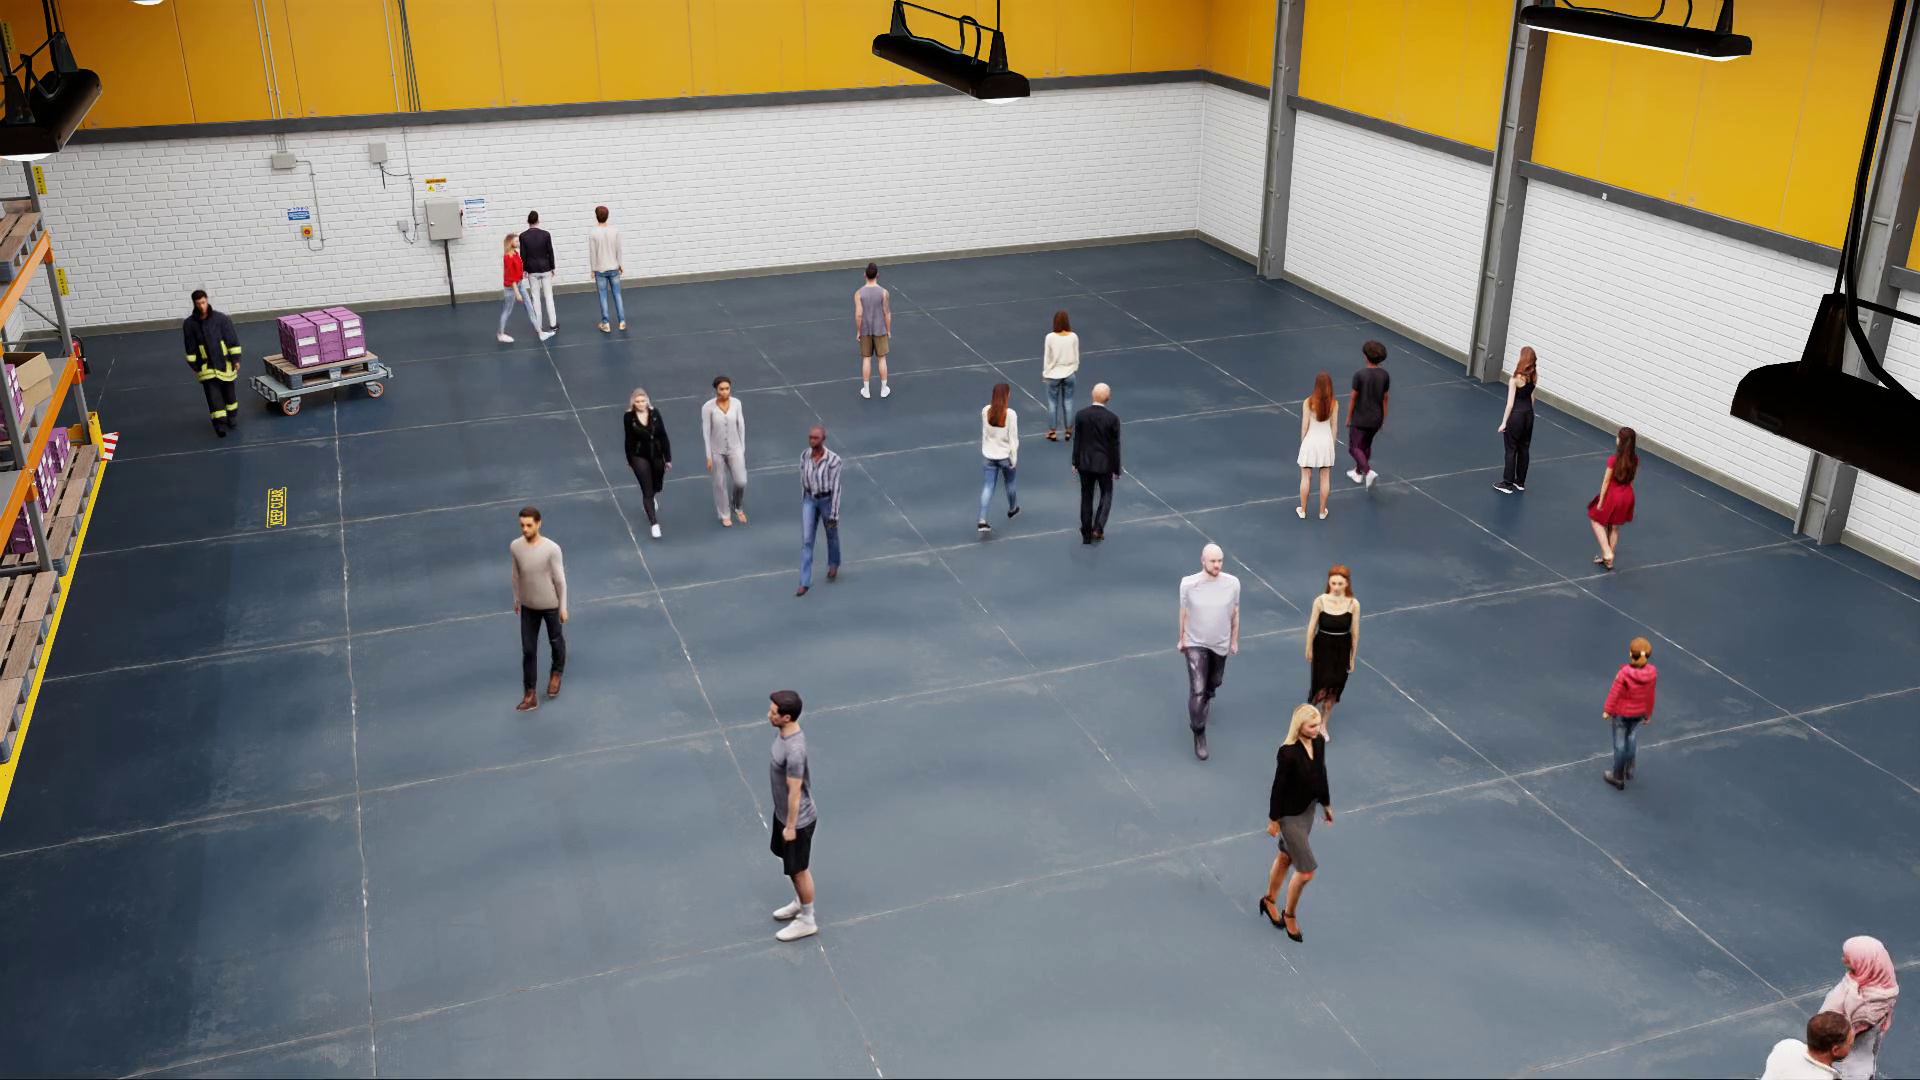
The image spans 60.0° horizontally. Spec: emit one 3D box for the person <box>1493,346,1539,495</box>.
[{"bbox_3d":[6.485,-1.400,19.254,0.595,1.747,0.531,-10,26,-22],"label":"person"}]

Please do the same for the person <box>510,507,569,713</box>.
[{"bbox_3d":[-3.673,0.535,14.704,0.923,1.846,1.100,2,24,4],"label":"person"}]

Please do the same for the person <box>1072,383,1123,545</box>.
[{"bbox_3d":[1.426,-0.772,17.771,0.858,1.784,0.890,6,24,14],"label":"person"}]

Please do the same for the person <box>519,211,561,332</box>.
[{"bbox_3d":[-6.407,-4.091,25.289,0.694,1.844,0.616,-4,24,-9],"label":"person"}]

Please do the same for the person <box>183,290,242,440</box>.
[{"bbox_3d":[-9.440,-2.274,21.100,0.893,1.871,1.210,-12,27,-26],"label":"person"}]

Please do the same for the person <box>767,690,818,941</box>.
[{"bbox_3d":[-1.142,1.891,11.581,0.735,1.864,0.517,-7,25,-15],"label":"person"}]

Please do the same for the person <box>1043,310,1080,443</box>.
[{"bbox_3d":[1.262,-2.055,20.837,0.650,1.679,0.587,-4,24,-10],"label":"person"}]

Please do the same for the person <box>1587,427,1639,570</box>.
[{"bbox_3d":[6.832,-0.403,17.236,0.571,1.537,0.668,-7,24,-15],"label":"person"}]

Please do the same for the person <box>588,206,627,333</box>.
[{"bbox_3d":[-5.373,-4.126,25.298,0.687,1.902,0.585,-11,26,-24],"label":"person"}]

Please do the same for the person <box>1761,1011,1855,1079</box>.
[{"bbox_3d":[4.160,3.192,8.641,0.898,1.834,0.934,-1,24,-1],"label":"person"}]

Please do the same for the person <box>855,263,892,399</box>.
[{"bbox_3d":[-1.170,-2.823,22.354,0.686,1.846,0.663,-2,24,-5],"label":"person"}]

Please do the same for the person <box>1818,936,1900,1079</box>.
[{"bbox_3d":[4.927,3.009,9.145,0.907,1.765,1.209,-17,29,-34],"label":"person"}]

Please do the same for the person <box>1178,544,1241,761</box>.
[{"bbox_3d":[2.087,0.844,14.044,0.925,1.809,1.280,-1,24,-2],"label":"person"}]

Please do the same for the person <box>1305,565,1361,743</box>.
[{"bbox_3d":[3.151,0.926,14.100,0.692,1.614,0.767,3,24,6],"label":"person"}]

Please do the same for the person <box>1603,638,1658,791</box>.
[{"bbox_3d":[5.408,1.419,13.353,0.534,1.309,0.534,-5,24,-12],"label":"person"}]

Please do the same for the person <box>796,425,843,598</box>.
[{"bbox_3d":[-1.356,-0.330,16.818,1.106,1.738,1.259,7,25,16],"label":"person"}]

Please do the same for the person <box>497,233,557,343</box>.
[{"bbox_3d":[-6.663,-3.678,24.586,1.049,1.651,1.163,3,24,7],"label":"person"}]

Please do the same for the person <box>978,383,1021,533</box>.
[{"bbox_3d":[0.383,-0.860,18.135,1.103,1.655,1.168,11,26,23],"label":"person"}]

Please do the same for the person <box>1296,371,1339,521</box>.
[{"bbox_3d":[3.986,-1.060,18.517,0.640,1.714,0.658,3,24,6],"label":"person"}]

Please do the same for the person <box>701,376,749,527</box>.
[{"bbox_3d":[-2.638,-1.014,18.401,0.619,1.723,0.586,-9,25,-19],"label":"person"}]

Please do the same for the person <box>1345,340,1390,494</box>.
[{"bbox_3d":[4.734,-1.420,19.278,0.646,1.765,0.990,-7,25,-15],"label":"person"}]

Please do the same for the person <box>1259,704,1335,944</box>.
[{"bbox_3d":[2.255,1.915,11.570,0.815,1.827,0.754,20,30,37],"label":"person"}]

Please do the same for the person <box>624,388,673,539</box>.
[{"bbox_3d":[-3.426,-0.898,18.212,0.636,1.661,1.008,-11,26,-23],"label":"person"}]
